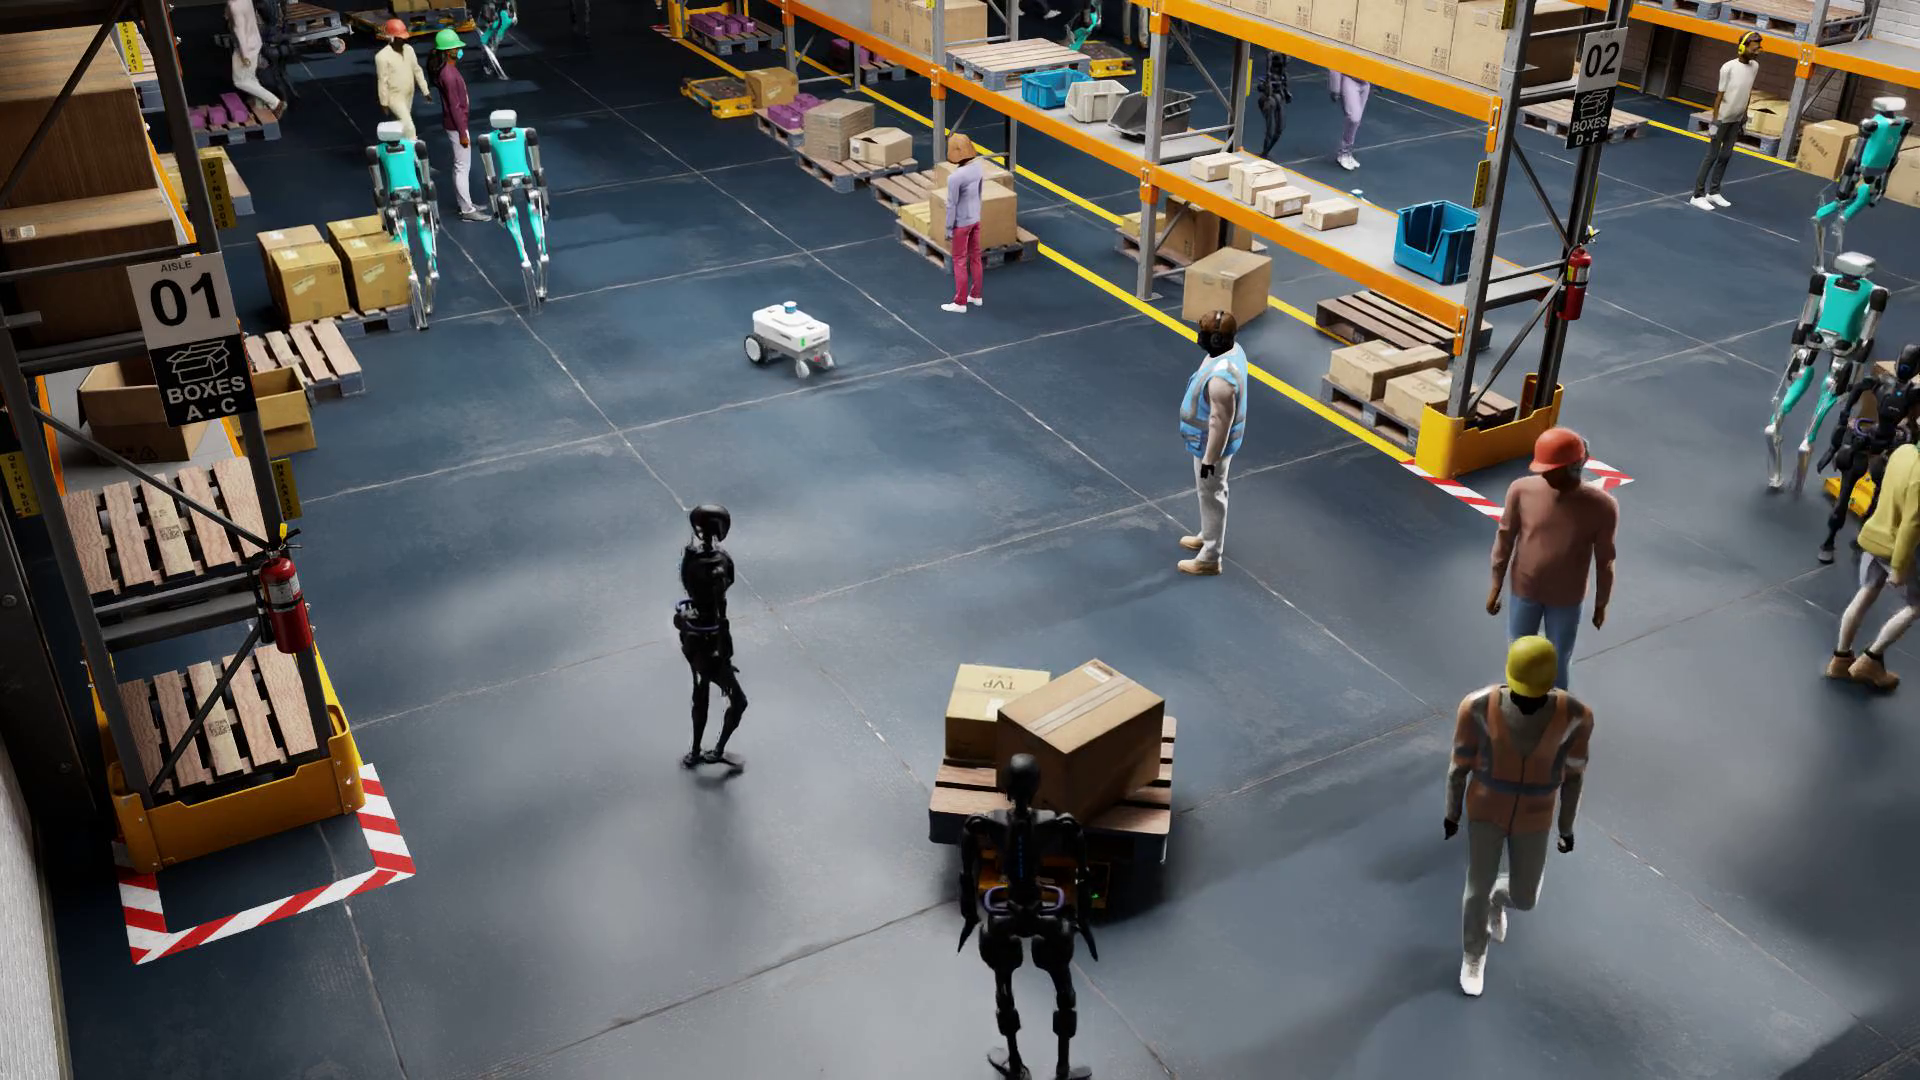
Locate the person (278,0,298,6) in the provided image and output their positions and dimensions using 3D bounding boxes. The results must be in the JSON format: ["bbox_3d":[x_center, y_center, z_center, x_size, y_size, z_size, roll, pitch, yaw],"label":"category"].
[{"bbox_3d":[-10.097,-8.616,24.829,0.430,1.845,0.620,11,32,18],"label":"person"}]

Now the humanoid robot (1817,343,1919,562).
[{"bbox_3d":[6.059,-0.586,11.032,0.609,1.637,0.463,14,33,23],"label":"humanoid robot"}]

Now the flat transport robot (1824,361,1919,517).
[{"bbox_3d":[7.107,-0.342,12.004,1.431,0.231,0.659,-4,30,-6],"label":"flat transport robot"}]

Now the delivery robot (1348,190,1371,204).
[{"bbox_3d":[3.951,-3.219,16.745,0.499,0.614,0.815,-10,31,-17],"label":"delivery robot"}]

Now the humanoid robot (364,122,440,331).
[{"bbox_3d":[-4.854,-2.690,14.712,0.552,1.886,0.783,-9,31,-15],"label":"humanoid robot"}]

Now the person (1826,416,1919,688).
[{"bbox_3d":[5.533,0.041,9.729,0.553,1.875,0.514,3,30,5],"label":"person"}]

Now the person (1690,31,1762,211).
[{"bbox_3d":[8.088,-4.403,17.484,0.497,1.861,0.330,-12,32,-20],"label":"person"}]

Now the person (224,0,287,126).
[{"bbox_3d":[-8.607,-5.943,20.103,0.521,1.911,0.644,-5,30,-8],"label":"person"}]

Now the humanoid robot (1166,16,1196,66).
[{"bbox_3d":[3.025,-7.295,22.758,0.638,1.647,0.610,2,30,3],"label":"humanoid robot"}]

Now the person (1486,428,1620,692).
[{"bbox_3d":[3.238,0.297,9.195,0.650,1.958,0.494,16,33,25],"label":"person"}]

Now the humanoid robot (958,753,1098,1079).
[{"bbox_3d":[0.291,1.669,7.101,0.616,1.645,0.459,2,30,3],"label":"humanoid robot"}]

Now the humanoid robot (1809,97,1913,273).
[{"bbox_3d":[8.432,-3.342,15.795,0.541,1.834,0.681,-9,31,-14],"label":"humanoid robot"}]

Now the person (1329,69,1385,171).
[{"bbox_3d":[4.505,-5.101,18.671,0.665,1.893,0.574,-21,36,-32],"label":"person"}]

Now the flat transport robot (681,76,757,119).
[{"bbox_3d":[-3.026,-5.679,21.296,0.659,0.231,1.431,-15,33,-24],"label":"flat transport robot"}]

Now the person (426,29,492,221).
[{"bbox_3d":[-5.194,-4.270,17.157,0.417,1.952,0.487,-10,31,-17],"label":"person"}]

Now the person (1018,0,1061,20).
[{"bbox_3d":[1.152,-8.885,25.338,0.944,1.797,0.506,13,32,22],"label":"person"}]

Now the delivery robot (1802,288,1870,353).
[{"bbox_3d":[7.764,-1.997,14.605,0.499,0.601,0.783,6,30,11],"label":"delivery robot"}]

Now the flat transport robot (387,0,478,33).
[{"bbox_3d":[-7.979,-7.702,24.818,1.431,0.231,0.659,-12,32,-19],"label":"flat transport robot"}]

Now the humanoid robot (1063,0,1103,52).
[{"bbox_3d":[1.566,-6.851,21.885,0.689,1.826,0.536,12,32,21],"label":"humanoid robot"}]

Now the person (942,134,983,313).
[{"bbox_3d":[0.030,-2.853,15.012,0.288,1.629,0.498,20,35,31],"label":"person"}]

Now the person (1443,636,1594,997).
[{"bbox_3d":[2.520,1.228,7.621,0.601,1.905,0.468,6,30,11],"label":"person"}]

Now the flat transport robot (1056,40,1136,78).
[{"bbox_3d":[1.862,-6.664,23.011,0.659,0.231,1.431,-9,31,-15],"label":"flat transport robot"}]

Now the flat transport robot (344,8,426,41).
[{"bbox_3d":[-8.588,-7.696,24.806,0.659,0.231,1.431,-23,37,-34],"label":"flat transport robot"}]

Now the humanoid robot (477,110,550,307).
[{"bbox_3d":[-3.964,-2.887,15.084,0.568,1.906,0.738,-10,31,-17],"label":"humanoid robot"}]

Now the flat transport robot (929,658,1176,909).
[{"bbox_3d":[0.521,1.414,8.948,0.659,0.231,1.431,5,30,8],"label":"flat transport robot"}]

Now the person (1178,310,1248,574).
[{"bbox_3d":[1.650,-0.646,10.957,0.429,1.841,0.632,6,30,10],"label":"person"}]

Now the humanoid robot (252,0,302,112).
[{"bbox_3d":[-8.593,-6.207,20.797,0.344,1.656,0.601,15,33,24],"label":"humanoid robot"}]

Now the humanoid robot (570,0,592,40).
[{"bbox_3d":[-5.586,-8.190,24.282,0.597,1.634,0.696,-11,32,-19],"label":"humanoid robot"}]

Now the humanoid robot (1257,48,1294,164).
[{"bbox_3d":[3.561,-5.040,18.776,0.333,1.663,0.589,17,34,28],"label":"humanoid robot"}]

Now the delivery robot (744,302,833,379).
[{"bbox_3d":[-1.449,-1.731,14.149,0.499,0.608,0.797,-26,39,-38],"label":"delivery robot"}]

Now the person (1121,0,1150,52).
[{"bbox_3d":[2.508,-7.886,23.557,0.555,1.833,0.985,-5,30,-8],"label":"person"}]

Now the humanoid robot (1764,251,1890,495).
[{"bbox_3d":[6.078,-1.100,11.914,0.817,1.836,0.536,-25,38,-36],"label":"humanoid robot"}]

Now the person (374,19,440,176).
[{"bbox_3d":[-6.161,-4.941,18.568,0.852,1.706,0.557,10,31,17],"label":"person"}]

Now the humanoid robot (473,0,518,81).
[{"bbox_3d":[-6.264,-7.002,22.209,0.840,1.859,0.548,22,37,33],"label":"humanoid robot"}]

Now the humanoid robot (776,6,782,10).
[{"bbox_3d":[-2.399,-8.695,25.082,1.026,1.731,0.549,15,33,24],"label":"humanoid robot"}]

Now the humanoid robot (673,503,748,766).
[{"bbox_3d":[-1.391,0.535,9.074,0.389,1.643,0.610,-13,32,-22],"label":"humanoid robot"}]

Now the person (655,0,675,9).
[{"bbox_3d":[-4.662,-9.191,25.920,0.562,1.748,0.336,-2,30,-4],"label":"person"}]
